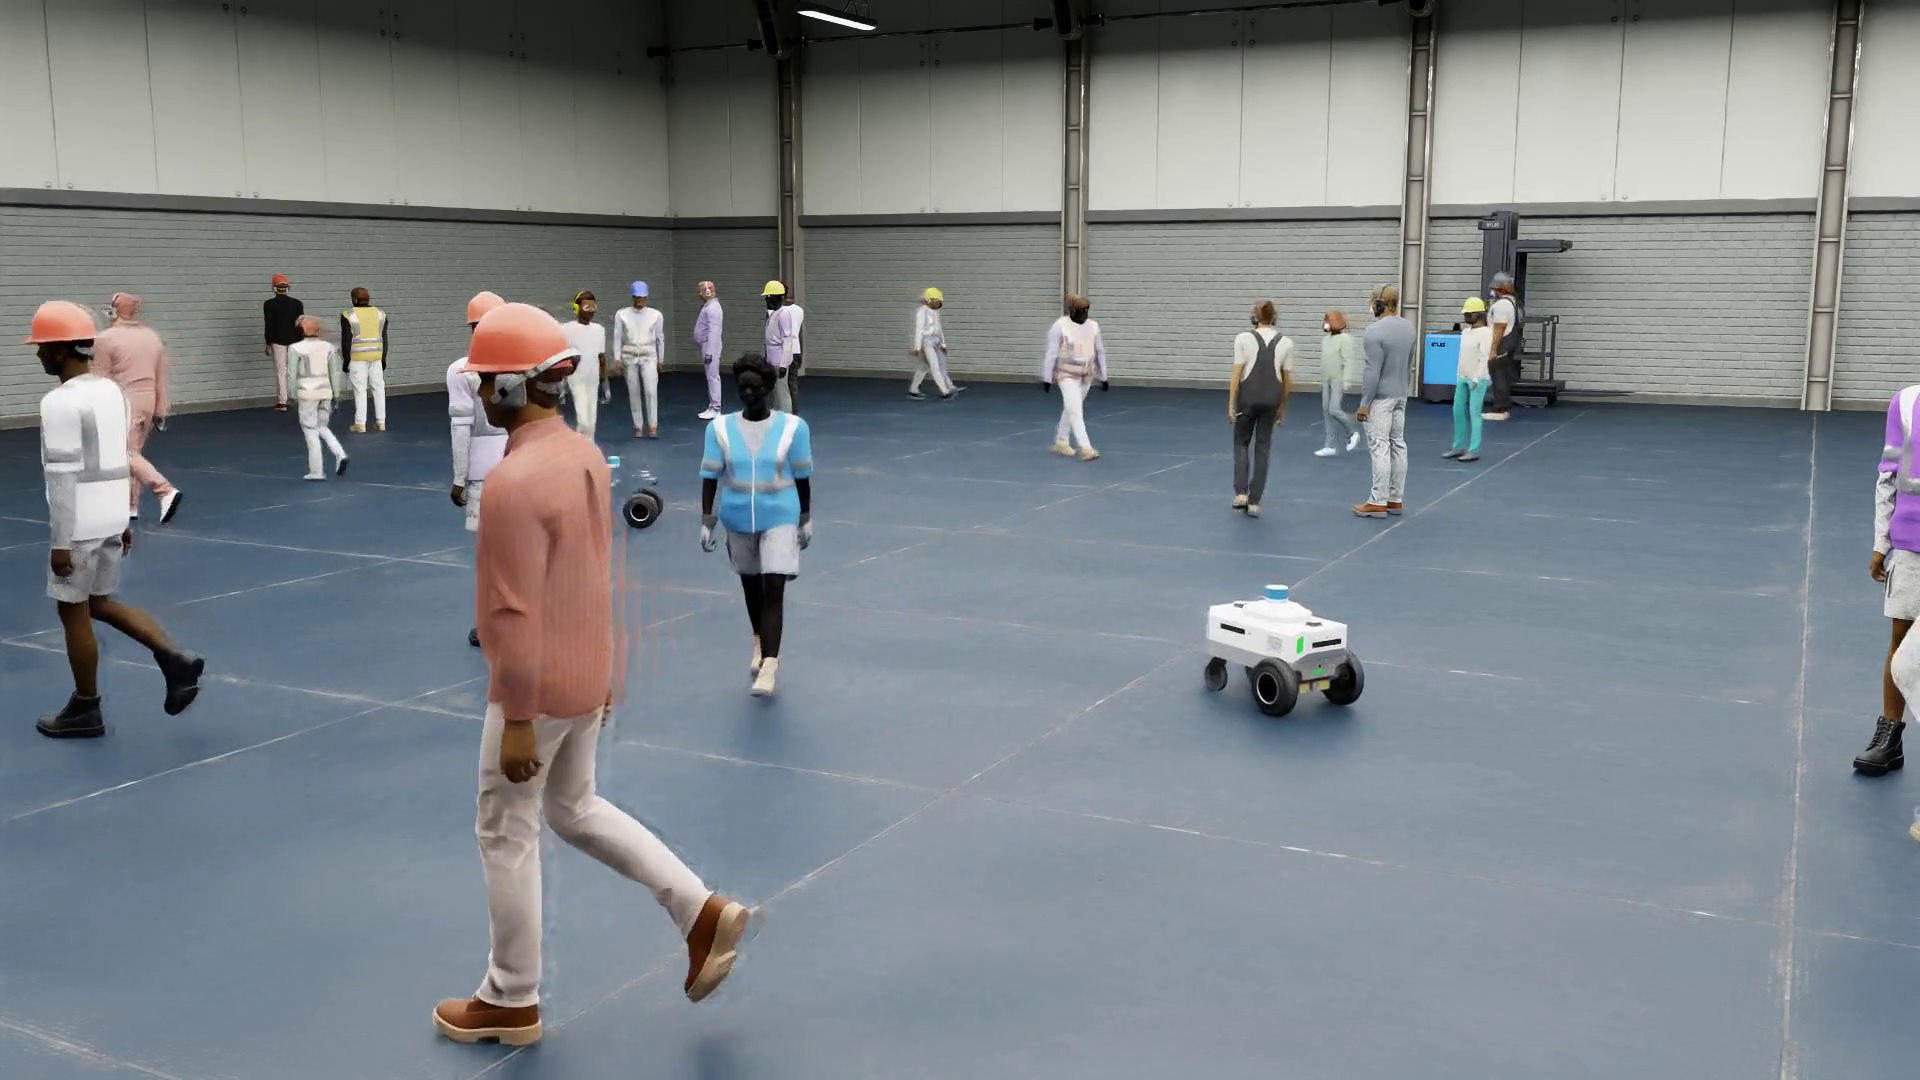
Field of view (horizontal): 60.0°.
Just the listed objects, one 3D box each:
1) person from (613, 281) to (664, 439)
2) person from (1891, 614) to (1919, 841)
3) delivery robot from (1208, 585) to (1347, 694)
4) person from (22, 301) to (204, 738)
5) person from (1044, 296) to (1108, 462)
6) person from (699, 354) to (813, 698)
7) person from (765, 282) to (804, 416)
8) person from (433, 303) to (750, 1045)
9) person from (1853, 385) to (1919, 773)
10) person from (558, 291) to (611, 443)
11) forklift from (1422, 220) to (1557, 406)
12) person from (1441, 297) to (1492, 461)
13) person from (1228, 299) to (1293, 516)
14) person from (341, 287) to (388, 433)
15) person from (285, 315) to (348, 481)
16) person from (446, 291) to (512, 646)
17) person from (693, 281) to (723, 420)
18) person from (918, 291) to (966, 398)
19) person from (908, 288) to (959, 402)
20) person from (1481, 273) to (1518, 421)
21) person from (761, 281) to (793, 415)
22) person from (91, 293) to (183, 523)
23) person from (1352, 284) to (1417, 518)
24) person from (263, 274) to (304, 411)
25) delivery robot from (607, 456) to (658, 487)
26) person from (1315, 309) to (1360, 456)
[{"bbox_3d":[-3.907,-2.174,20.238,0.607,1.908,0.899,-1,9,-7],"label":"person"},{"bbox_3d":[3.587,0.169,5.919,0.470,1.861,0.684,7,11,37],"label":"person"},{"bbox_3d":[1.517,0.460,7.995,0.477,0.478,0.707,-5,11,-30],"label":"delivery robot"},{"bbox_3d":[-3.764,-0.080,7.281,0.647,1.922,0.559,0,9,1],"label":"person"},{"bbox_3d":[1.266,-1.771,18.165,0.679,1.781,1.004,-6,11,-32],"label":"person"},{"bbox_3d":[-1.004,-0.091,8.194,0.546,1.643,0.885,1,9,6],"label":"person"},{"bbox_3d":[-2.283,-2.381,21.523,0.591,1.909,0.427,-9,13,-44],"label":"person"},{"bbox_3d":[-1.013,0.367,4.386,0.771,1.974,0.625,1,9,9],"label":"person"},{"bbox_3d":[3.933,0.014,6.651,0.358,1.938,0.542,-9,13,-44],"label":"person"},{"bbox_3d":[-3.636,-1.479,16.121,0.422,1.851,0.556,9,13,44],"label":"person"},{"bbox_3d":[8.245,-3.527,25.720,1.873,2.768,1.129,5,10,27],"label":"forklift"},{"bbox_3d":[5.515,-1.733,17.978,0.363,1.763,0.547,-3,10,-18],"label":"person"},{"bbox_3d":[2.518,-1.120,14.036,0.550,1.805,0.524,0,9,-3],"label":"person"},{"bbox_3d":[-7.614,-2.305,21.247,0.429,1.845,0.625,8,12,41],"label":"person"},{"bbox_3d":[-6.291,-1.381,16.226,0.413,1.623,0.513,5,11,29],"label":"person"},{"bbox_3d":[-2.545,-0.387,9.131,0.548,1.934,0.376,-7,12,-39],"label":"person"},{"bbox_3d":[-3.487,-2.634,23.081,0.410,1.906,0.642,-2,9,-10],"label":"person"},{"bbox_3d":[-0.382,-3.161,26.898,0.897,1.716,0.541,1,9,4],"label":"person"},{"bbox_3d":[-0.451,-3.078,26.218,0.943,1.783,0.605,4,10,22],"label":"person"},{"bbox_3d":[7.432,-2.674,23.039,0.536,2.000,0.800,5,11,30],"label":"person"},{"bbox_3d":[-2.212,-2.167,20.130,0.370,1.925,0.595,-3,10,-20],"label":"person"},{"bbox_3d":[-6.706,-1.069,13.524,0.847,1.877,0.649,2,9,14],"label":"person"},{"bbox_3d":[3.549,-1.167,13.927,0.627,1.940,0.372,-8,12,-42],"label":"person"},{"bbox_3d":[-9.950,-2.908,24.493,0.396,1.992,0.623,8,12,40],"label":"person"},{"bbox_3d":[-2.813,-0.562,13.498,0.698,0.223,0.335,-1,9,-4],"label":"delivery robot"},{"bbox_3d":[4.177,-1.742,18.429,0.415,1.622,0.517,-4,10,-23],"label":"person"}]
